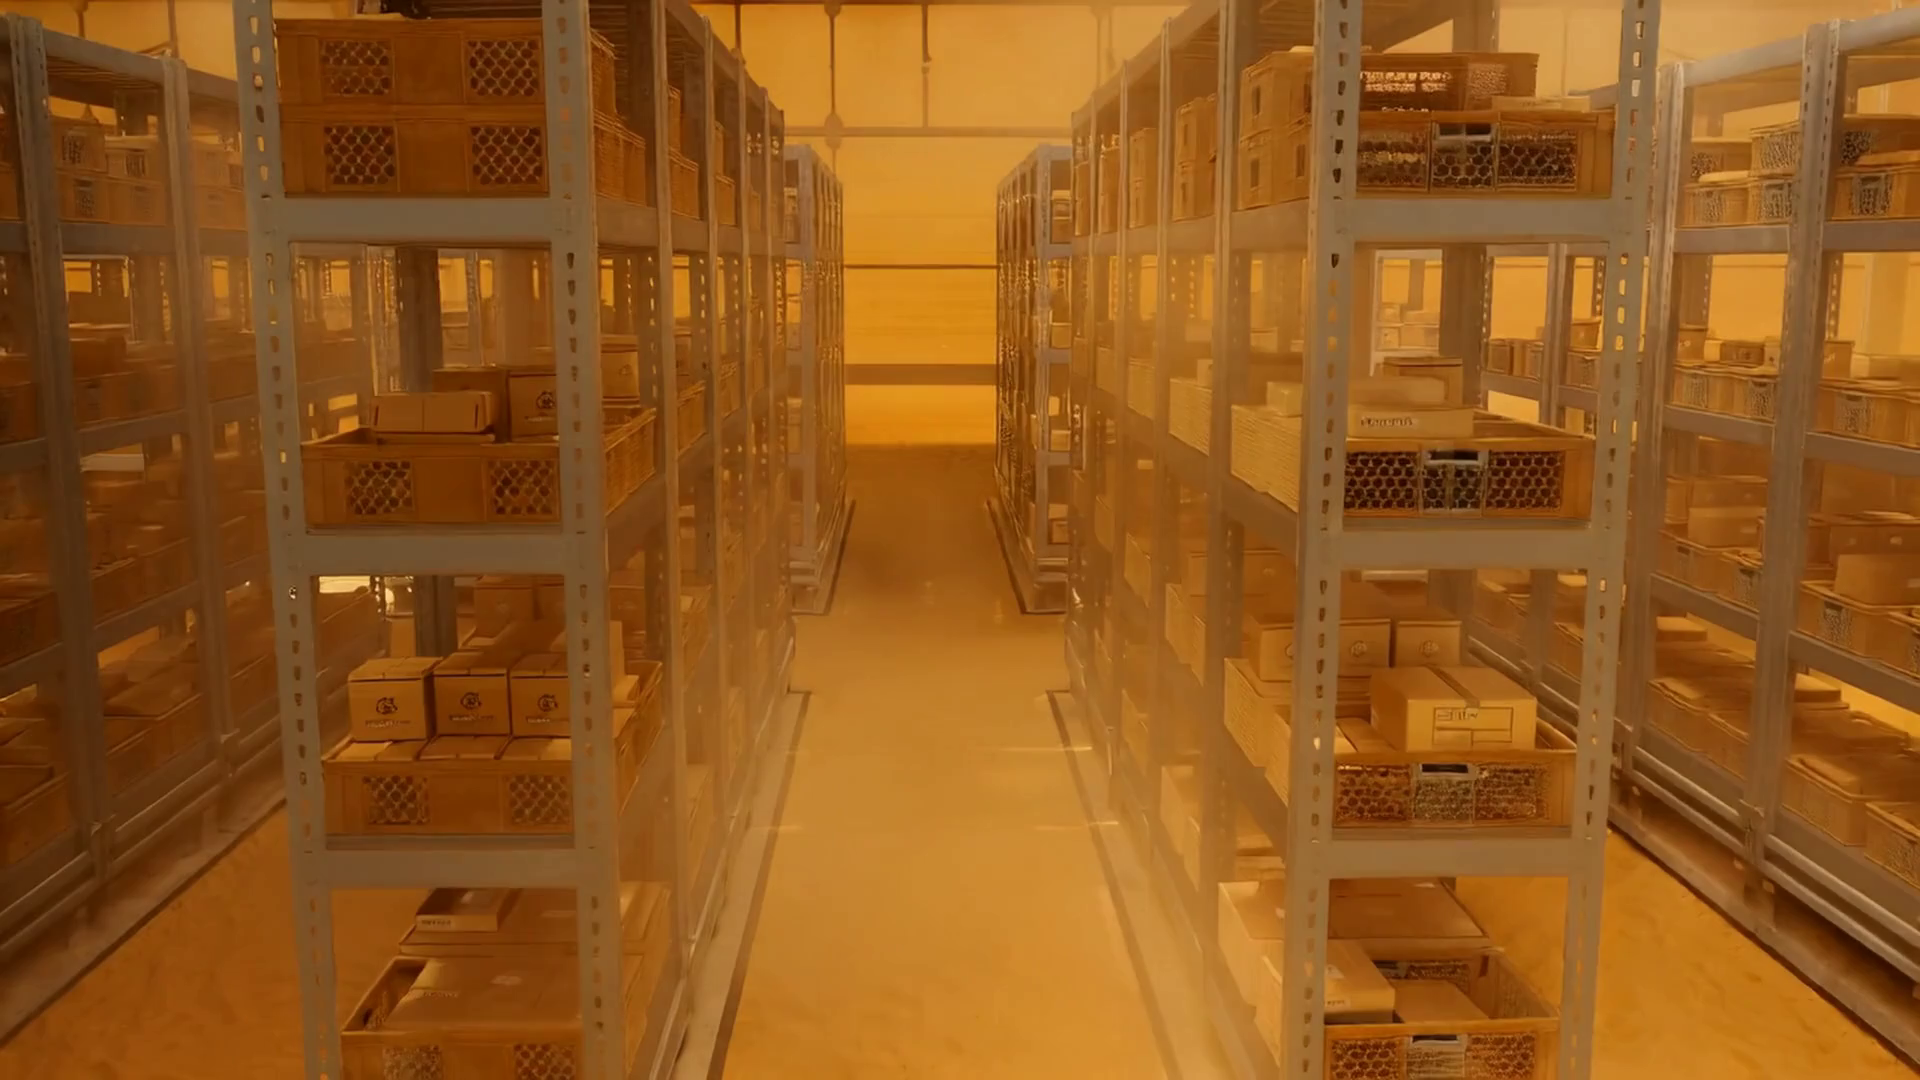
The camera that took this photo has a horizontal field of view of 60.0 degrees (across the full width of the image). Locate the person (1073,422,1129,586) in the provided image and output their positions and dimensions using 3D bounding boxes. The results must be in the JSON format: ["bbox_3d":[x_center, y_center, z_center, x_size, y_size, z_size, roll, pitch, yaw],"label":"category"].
[{"bbox_3d":[1.032,-0.044,11.184,0.666,1.817,0.472,5,11,29],"label":"person"}]
